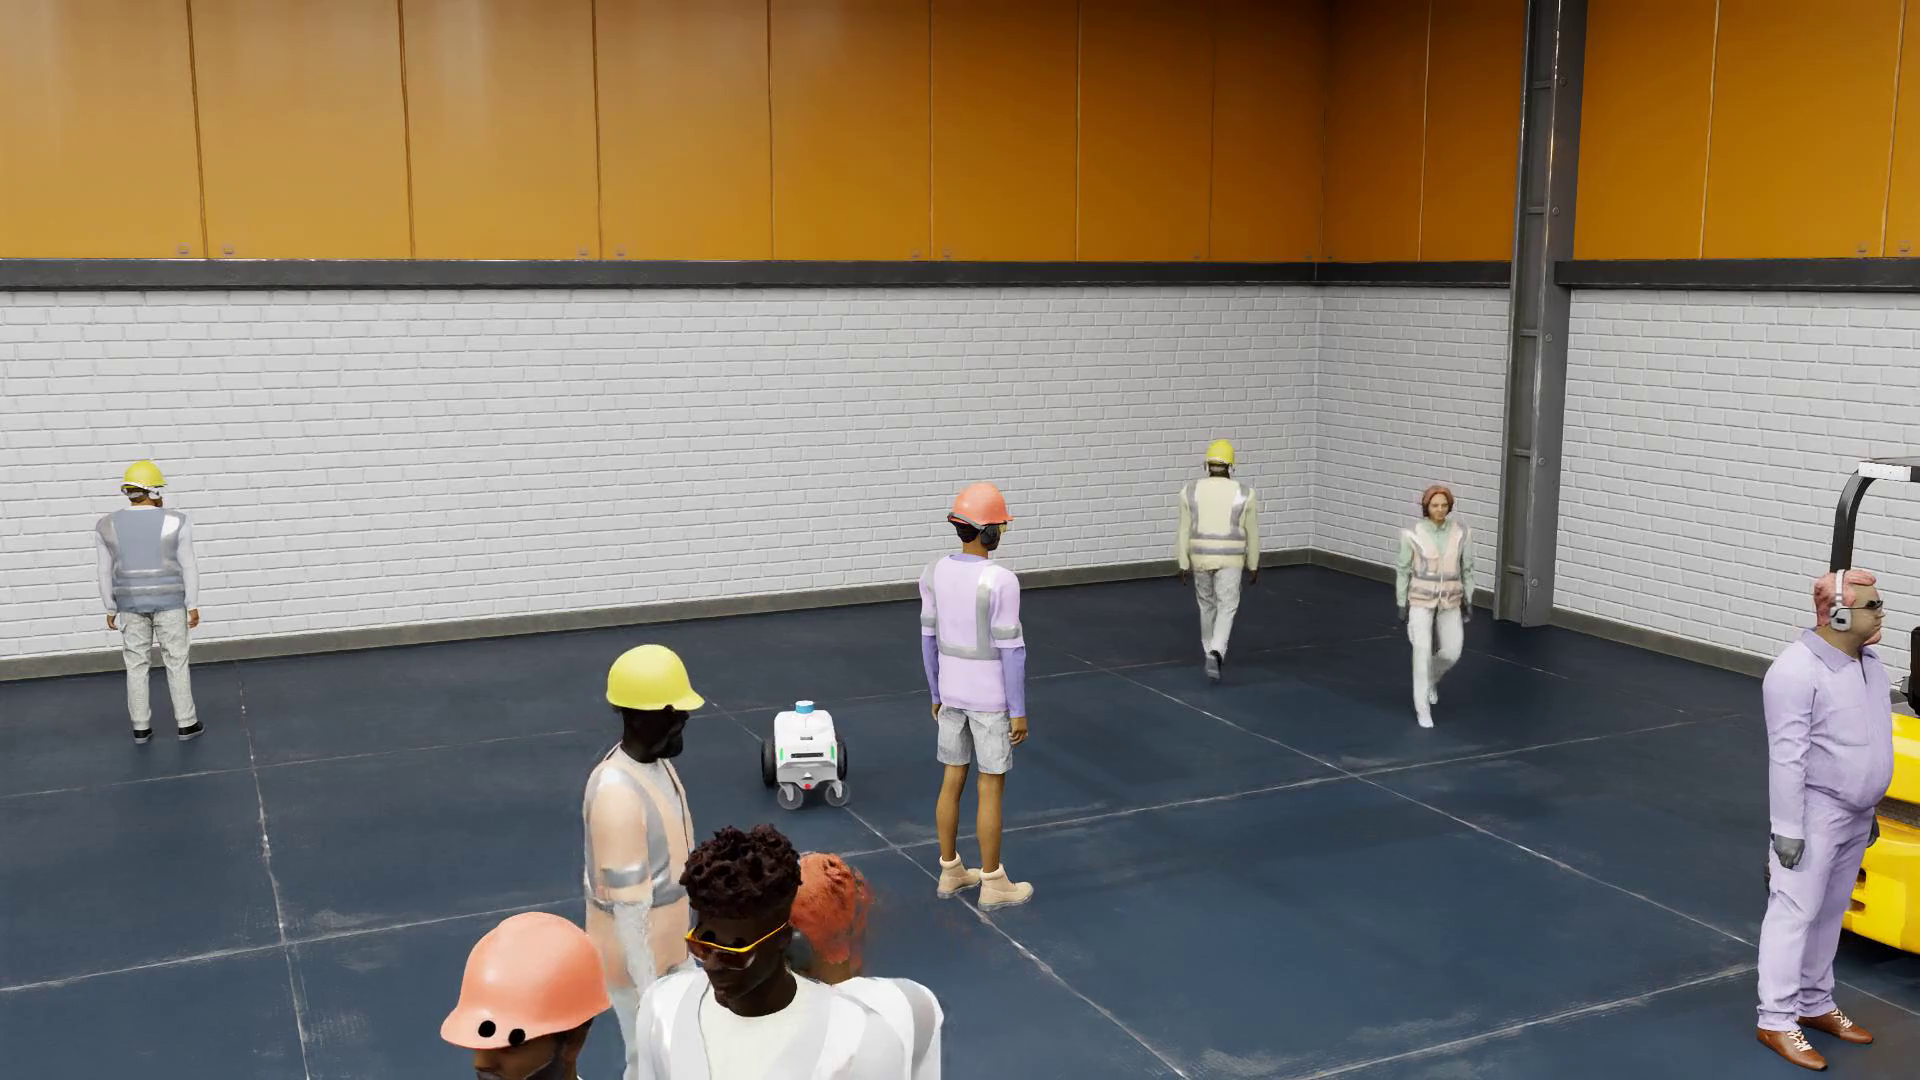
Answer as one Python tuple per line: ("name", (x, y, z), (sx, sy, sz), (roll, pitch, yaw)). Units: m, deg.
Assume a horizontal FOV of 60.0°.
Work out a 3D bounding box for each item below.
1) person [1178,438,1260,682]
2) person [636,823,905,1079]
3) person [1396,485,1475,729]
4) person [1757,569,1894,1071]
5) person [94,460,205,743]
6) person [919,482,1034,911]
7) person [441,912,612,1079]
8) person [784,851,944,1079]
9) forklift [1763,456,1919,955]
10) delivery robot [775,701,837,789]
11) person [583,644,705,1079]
("person", (1.921, 0.146, 12.420), (0.600, 1.804, 0.826), (3, 10, 18))
("person", (-0.404, 1.517, 3.390), (0.614, 1.962, 0.366), (4, 10, 21))
("person", (3.176, 0.423, 11.204), (0.526, 1.629, 0.495), (0, 9, -3))
("person", (3.361, 1.055, 6.425), (0.643, 1.913, 0.408), (-7, 11, -35))
("person", (-5.216, 0.401, 10.734), (0.591, 1.829, 0.404), (-2, 9, -12))
("person", (0.088, 0.741, 7.962), (0.605, 2.045, 0.377), (8, 12, 42))
("person", (-0.731, 1.594, 2.983), (0.348, 1.942, 0.546), (-8, 12, -41))
("person", (-0.267, 1.559, 3.567), (0.989, 1.840, 0.565), (8, 12, 42))
("forklift", (4.857, 0.731, 7.561), (2.313, 2.155, 1.214), (-4, 10, -25))
("delivery robot", (-0.893, 1.173, 9.599), (0.477, 0.478, 0.707), (-1, 9, -7))
("person", (-0.966, 1.259, 5.151), (0.431, 1.911, 0.599), (1, 9, 5))
